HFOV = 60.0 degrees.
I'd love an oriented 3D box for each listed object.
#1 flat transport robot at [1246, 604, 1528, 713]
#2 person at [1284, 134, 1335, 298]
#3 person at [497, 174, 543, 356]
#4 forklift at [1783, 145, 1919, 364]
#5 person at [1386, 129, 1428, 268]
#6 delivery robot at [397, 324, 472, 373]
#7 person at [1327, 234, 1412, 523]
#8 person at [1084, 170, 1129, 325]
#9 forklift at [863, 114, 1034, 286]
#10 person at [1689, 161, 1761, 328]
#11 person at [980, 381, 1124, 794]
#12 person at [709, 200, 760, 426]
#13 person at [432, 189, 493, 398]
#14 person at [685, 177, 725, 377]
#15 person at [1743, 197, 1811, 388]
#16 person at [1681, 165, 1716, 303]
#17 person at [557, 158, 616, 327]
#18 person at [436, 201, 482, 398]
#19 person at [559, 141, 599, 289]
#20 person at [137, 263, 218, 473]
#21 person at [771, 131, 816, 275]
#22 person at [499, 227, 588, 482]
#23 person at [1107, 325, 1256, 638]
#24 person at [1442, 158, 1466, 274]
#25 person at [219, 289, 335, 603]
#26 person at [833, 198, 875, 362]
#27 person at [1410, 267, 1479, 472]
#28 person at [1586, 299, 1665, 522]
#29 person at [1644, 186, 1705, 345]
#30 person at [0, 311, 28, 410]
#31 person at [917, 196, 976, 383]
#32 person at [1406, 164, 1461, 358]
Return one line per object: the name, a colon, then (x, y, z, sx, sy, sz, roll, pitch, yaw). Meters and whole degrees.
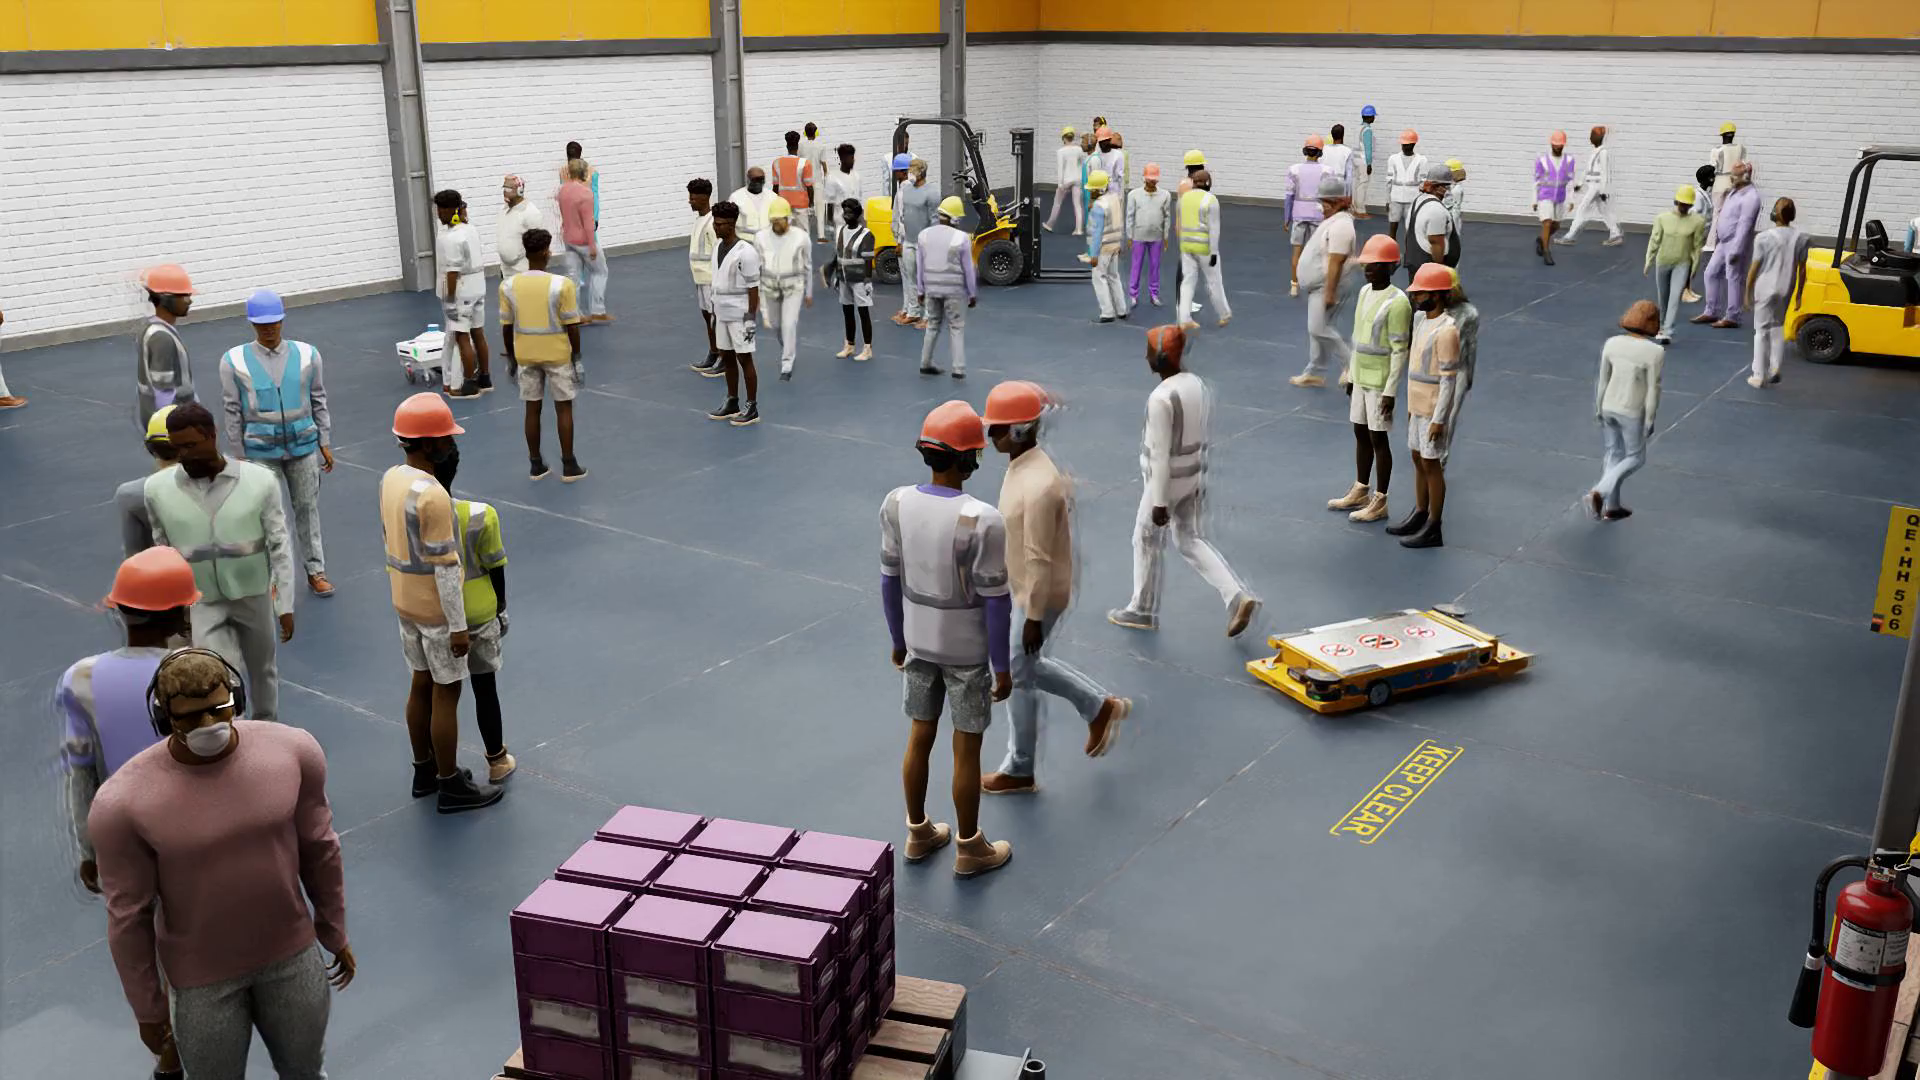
flat transport robot: (2.354, 0.632, 9.141, 1.431, 0.197, 0.652, -9, 20, -25)
person: (4.416, -4.090, 21.045, 0.616, 2.041, 0.383, 5, 18, 15)
person: (-4.612, -2.849, 17.377, 0.642, 1.913, 0.408, 14, 22, 37)
forklift: (9.803, -2.879, 17.013, 2.313, 2.155, 1.214, 12, 21, 33)
person: (6.282, -4.815, 23.488, 0.547, 1.934, 0.376, 7, 19, 21)
delivery robot: (-5.172, -1.879, 16.385, 0.477, 0.478, 0.707, 13, 22, 35)
person: (2.917, -1.142, 11.822, 0.373, 2.043, 0.615, -5, 18, -15)
person: (1.695, -3.393, 19.295, 0.469, 1.791, 0.704, 9, 20, 26)
forklift: (-0.171, -4.594, 22.377, 2.313, 2.155, 1.214, 1, 18, 3)
person: (8.725, -3.359, 18.991, 0.608, 1.891, 0.681, 1, 18, 4)
person: (0.411, 0.224, 7.678, 0.679, 1.966, 0.652, -2, 18, -6)
person: (-1.997, -1.990, 14.600, 0.361, 1.963, 0.613, -16, 24, -40)
person: (-4.671, -2.318, 15.641, 0.401, 1.958, 0.629, 2, 18, 6)
person: (-2.505, -2.610, 16.543, 0.365, 1.962, 0.614, -8, 19, -23)
person: (7.815, -2.368, 15.994, 0.537, 1.835, 0.400, 1, 18, 3)
person: (9.213, -3.824, 20.774, 0.318, 1.696, 0.537, 10, 20, 29)
person: (-4.276, -3.422, 19.147, 0.655, 1.921, 0.668, 16, 24, 40)
person: (-4.746, -2.263, 15.654, 0.351, 1.851, 0.510, -11, 21, -30)
person: (-4.947, -4.247, 21.765, 0.584, 1.908, 0.387, 7, 19, 20)
person: (-4.940, -0.764, 10.682, 0.770, 2.012, 0.600, -11, 21, -32)
person: (-2.259, -4.588, 22.724, 0.613, 1.965, 0.361, 6, 19, 18)
person: (-3.200, -1.416, 12.809, 0.614, 1.962, 0.364, 2, 18, 6)
person: (1.287, -0.315, 9.551, 0.854, 1.857, 0.581, 12, 21, 32)
person: (6.218, -3.964, 21.145, 0.304, 1.740, 0.485, 2, 18, 7)
person: (-4.151, -0.569, 10.184, 0.605, 1.948, 0.404, -11, 21, -31)
person: (-1.097, -2.701, 17.274, 0.534, 1.694, 0.320, 15, 23, 39)
person: (3.732, -1.288, 12.873, 0.488, 1.678, 0.969, 8, 19, 22)
person: (4.655, -0.887, 11.727, 0.537, 1.613, 0.502, -9, 20, -27)
person: (7.765, -2.986, 18.124, 0.534, 1.712, 0.942, 10, 20, 29)
person: (-8.943, -2.154, 15.140, 0.605, 1.951, 0.380, 10, 20, 29)
person: (-0.137, -2.452, 16.301, 0.622, 1.811, 0.417, 11, 21, 30)
person: (4.883, -2.852, 17.177, 0.535, 2.000, 0.684, -2, 18, -6)
